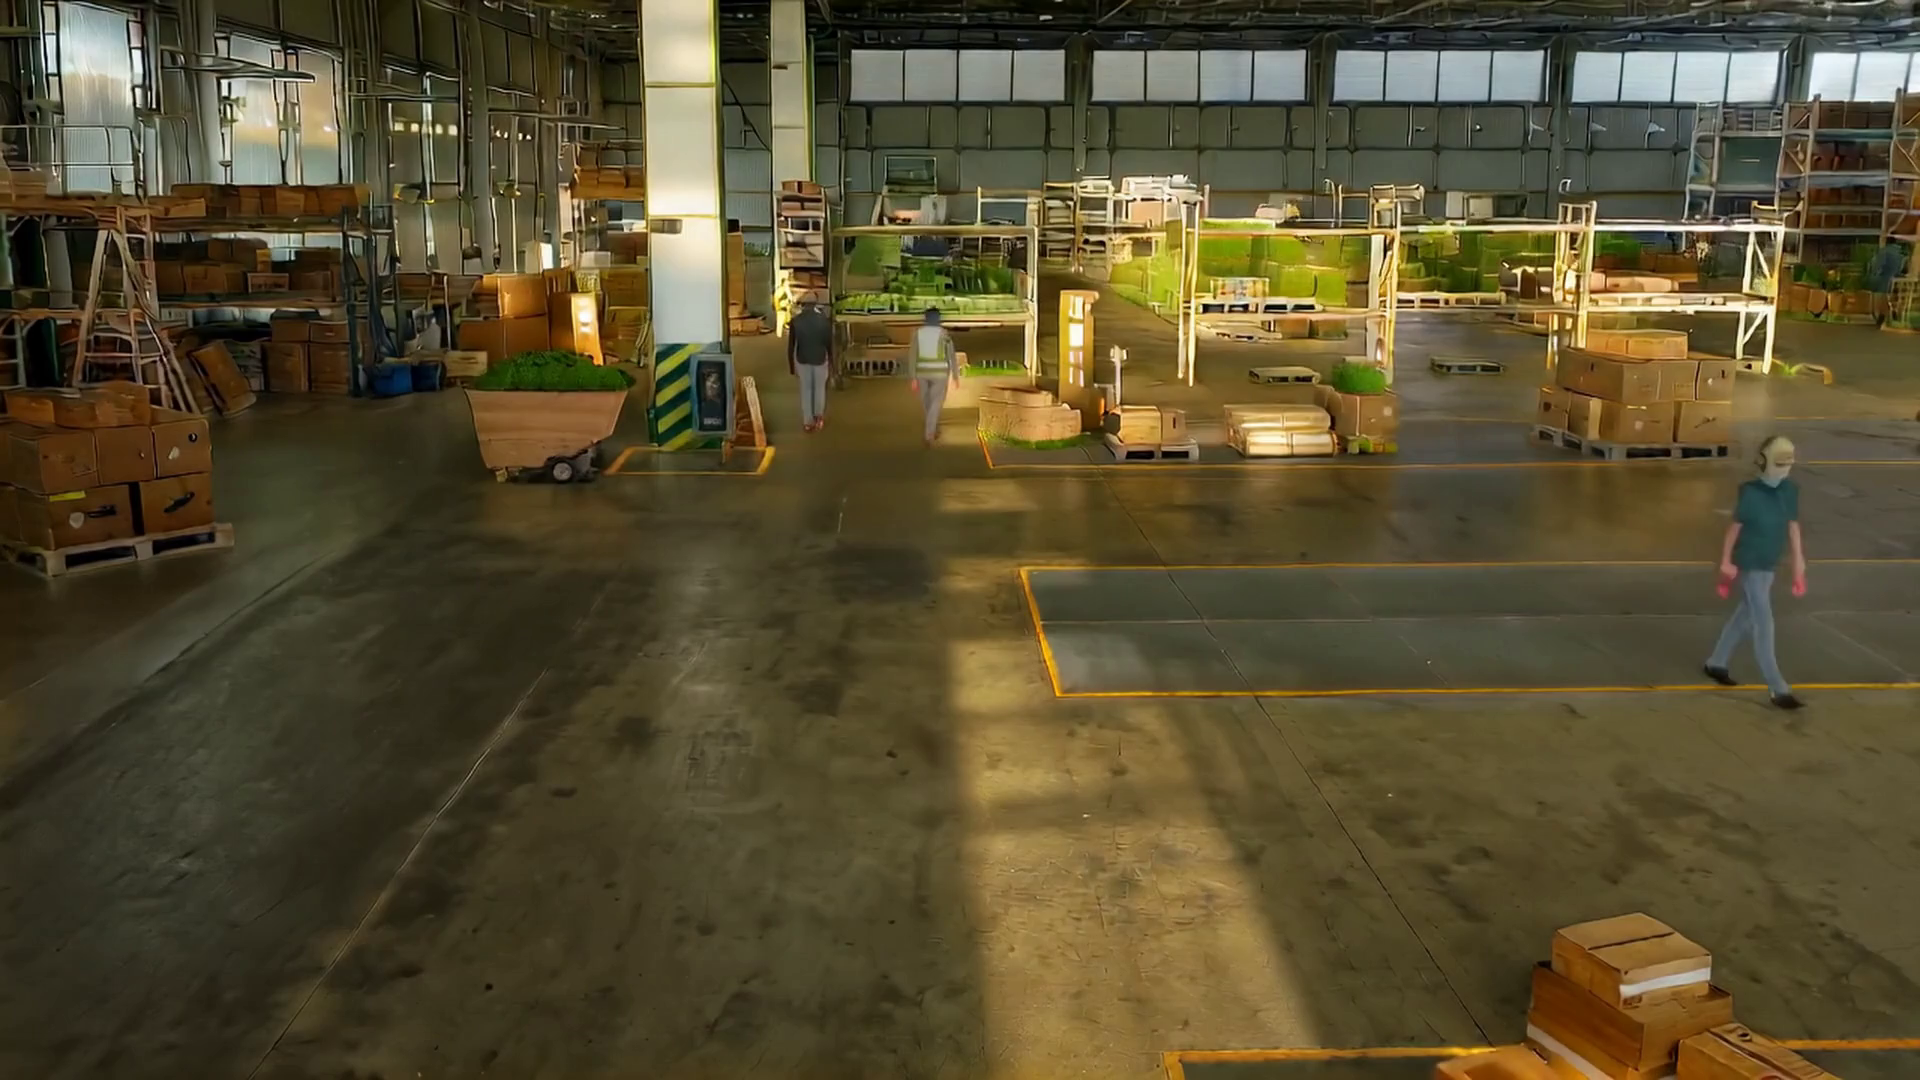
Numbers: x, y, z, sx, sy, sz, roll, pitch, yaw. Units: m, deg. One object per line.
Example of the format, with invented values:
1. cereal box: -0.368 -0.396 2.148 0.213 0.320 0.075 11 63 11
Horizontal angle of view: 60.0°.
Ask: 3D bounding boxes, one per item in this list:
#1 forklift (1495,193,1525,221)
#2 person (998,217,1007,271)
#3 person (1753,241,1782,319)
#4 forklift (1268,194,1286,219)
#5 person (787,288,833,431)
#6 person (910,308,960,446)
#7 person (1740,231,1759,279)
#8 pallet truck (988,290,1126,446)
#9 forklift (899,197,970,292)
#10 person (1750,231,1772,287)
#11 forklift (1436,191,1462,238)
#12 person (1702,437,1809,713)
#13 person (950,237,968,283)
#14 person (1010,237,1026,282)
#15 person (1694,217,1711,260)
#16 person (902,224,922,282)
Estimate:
1. forklift: 18.571 -10.343 56.418 1.129 2.768 1.873 5 14 22
2. person: 1.569 -10.703 60.224 0.374 1.932 0.544 3 13 14
3. person: 19.669 -6.338 40.568 0.611 1.901 0.494 5 14 23
4. forklift: 10.412 -9.995 54.846 1.873 2.768 1.129 0 12 -2
5. person: -2.081 -2.521 23.169 0.642 1.968 0.690 0 12 -2
6. person: -0.343 -2.155 21.957 0.637 1.792 0.982 5 13 20
7. person: 26.529 -9.488 55.480 0.836 1.600 0.518 2 13 7
8. pallet truck: 1.257 -2.299 22.111 1.885 1.965 0.823 -9 15 -35
9. forklift: -0.712 -8.570 48.413 1.873 2.768 1.129 9 15 34
10. person: 24.968 -8.836 51.862 0.655 1.888 0.985 2 13 8
11. forklift: 18.581 -11.763 62.831 1.873 2.768 1.129 0 12 -2
12. person: 5.447 0.197 11.252 0.542 1.819 0.973 -5 13 -20
13. person: -0.033 -7.681 47.004 0.570 1.730 0.363 -9 15 -34
14. person: 1.607 -6.897 43.117 0.644 1.900 0.999 -1 13 -5
15. person: 27.292 -10.937 61.113 0.379 1.996 0.611 -11 17 -41
16. person: -1.498 -8.976 52.391 0.627 1.940 0.372 -2 13 -7
